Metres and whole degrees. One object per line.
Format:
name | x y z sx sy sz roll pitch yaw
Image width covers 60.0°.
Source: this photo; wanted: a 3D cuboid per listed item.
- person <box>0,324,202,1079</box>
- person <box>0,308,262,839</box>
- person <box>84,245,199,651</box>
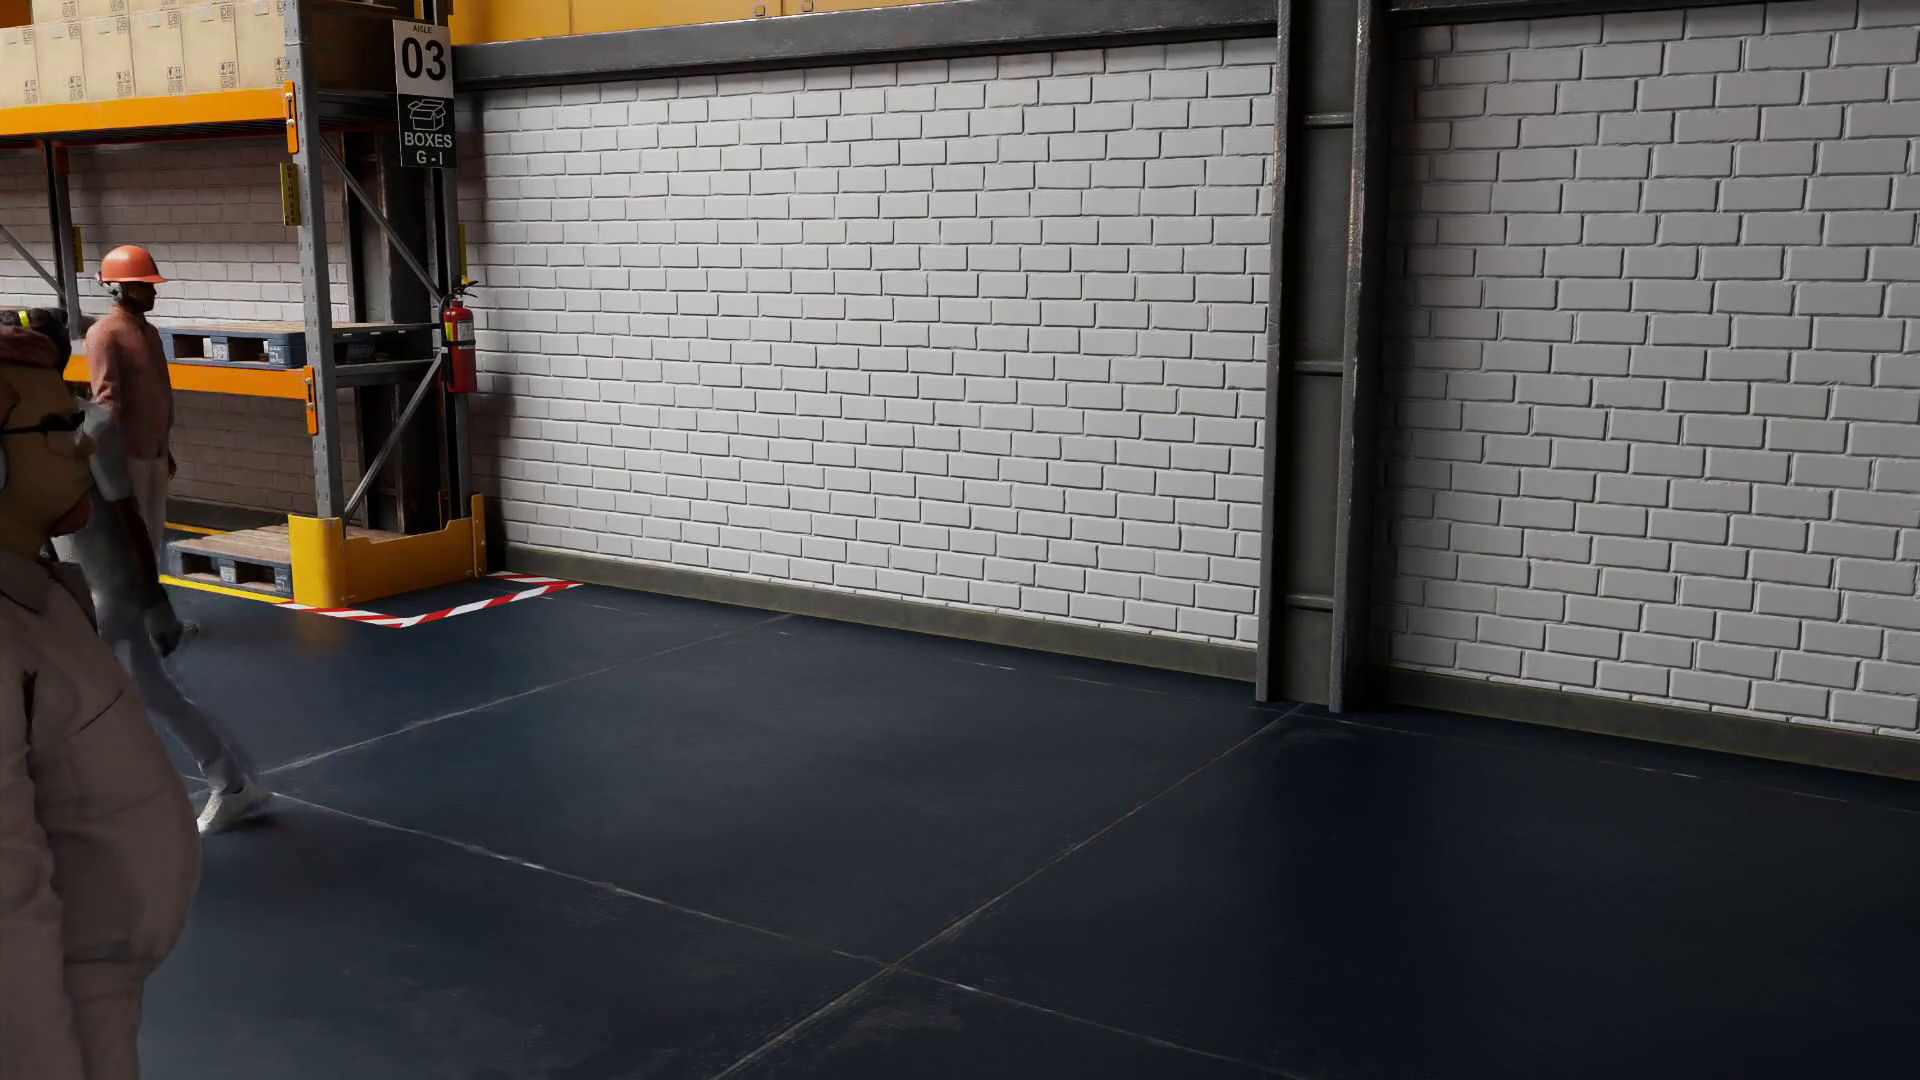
person | -1.276 0.659 2.342 0.410 1.912 0.643 -6 12 -28
person | -2.748 0.173 5.337 1.006 1.814 0.566 -9 14 -42
person | -4.077 -0.456 8.282 0.395 1.992 0.622 -1 10 -3
